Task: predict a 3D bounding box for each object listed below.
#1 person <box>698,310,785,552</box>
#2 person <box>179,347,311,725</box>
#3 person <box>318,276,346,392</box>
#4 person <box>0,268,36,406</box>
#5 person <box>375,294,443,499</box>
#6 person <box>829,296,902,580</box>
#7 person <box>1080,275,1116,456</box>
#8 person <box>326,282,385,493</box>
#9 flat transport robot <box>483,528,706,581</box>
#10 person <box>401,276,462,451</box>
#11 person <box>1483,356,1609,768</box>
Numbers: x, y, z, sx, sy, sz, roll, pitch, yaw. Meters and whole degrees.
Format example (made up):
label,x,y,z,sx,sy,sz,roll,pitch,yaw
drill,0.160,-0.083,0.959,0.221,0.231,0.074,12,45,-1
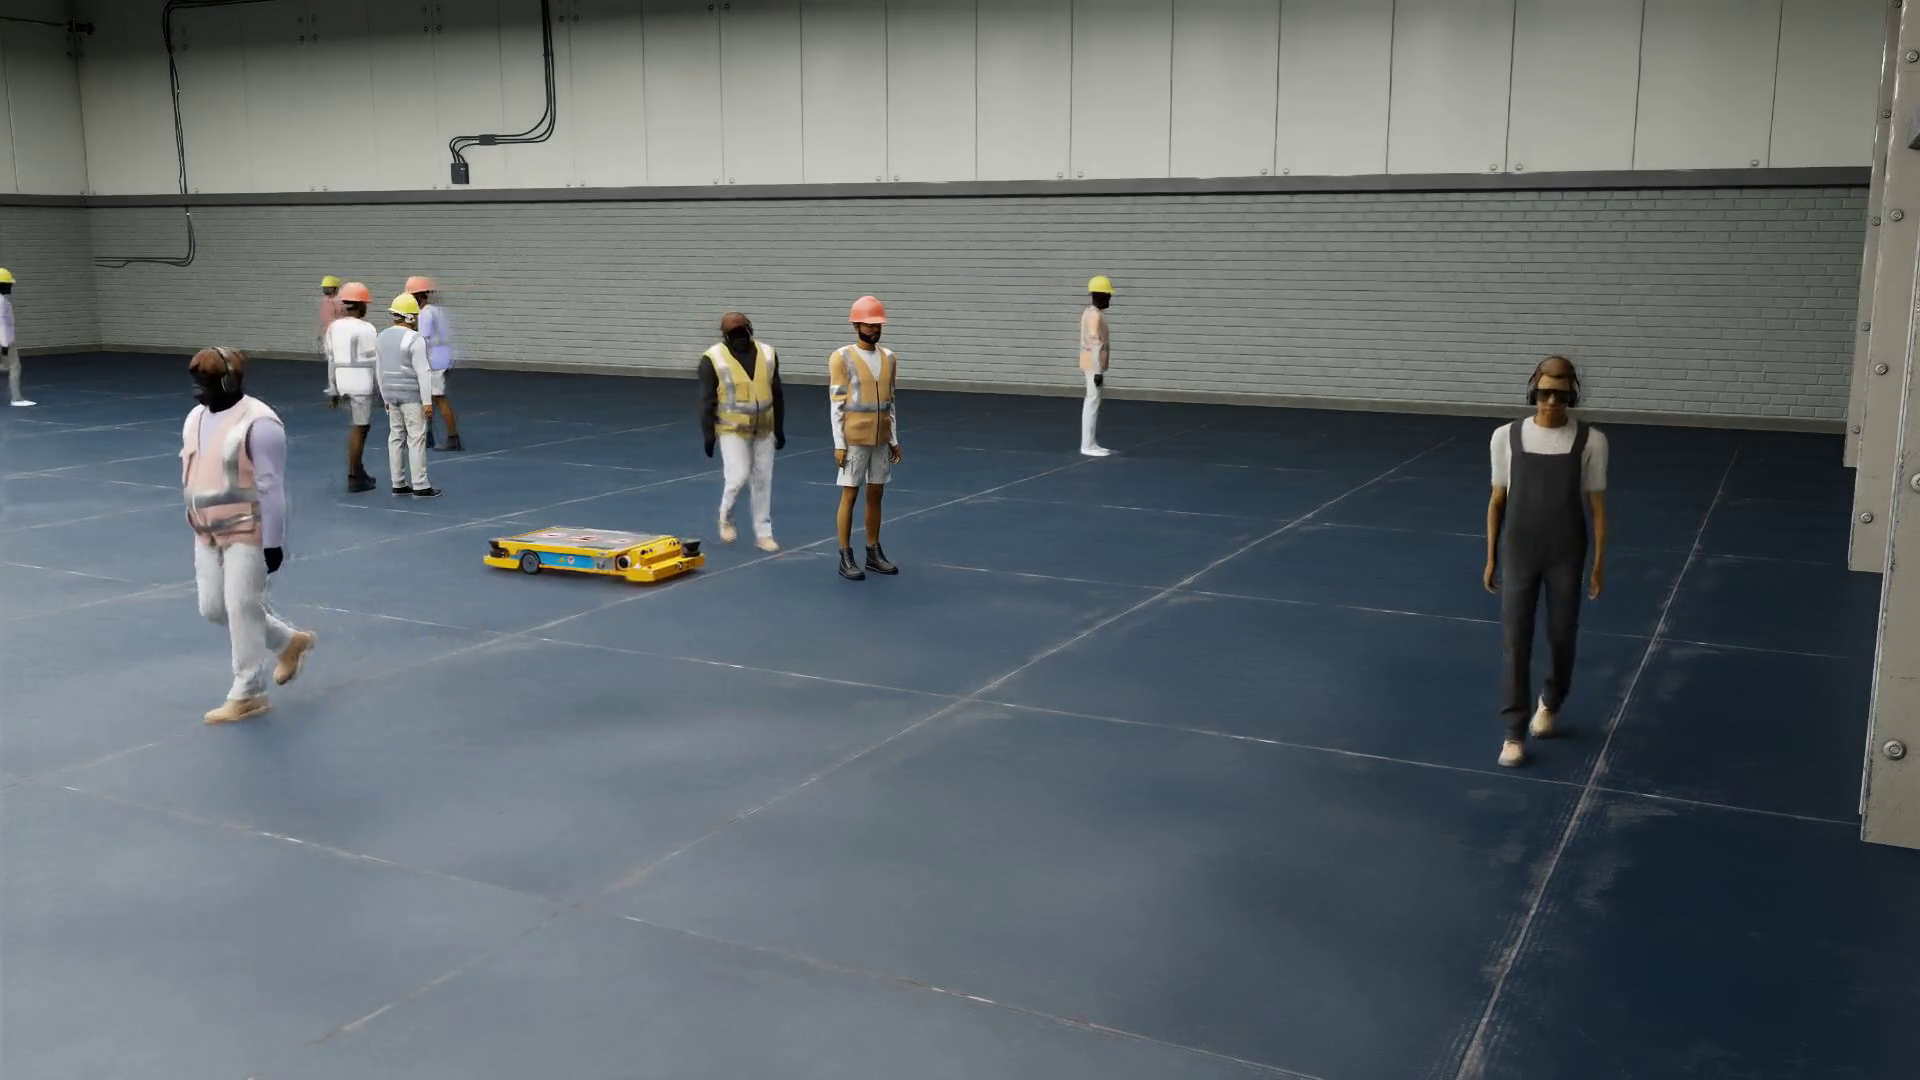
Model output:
label,x,y,z,sx,sy,sz,roll,pitch,yaw
person,-1.625,-0.800,12.355,0.622,1.809,0.480,-7,13,-34
person,-3.500,-0.041,8.174,0.630,1.827,0.604,6,12,30
person,-9.408,-3.123,25.159,0.520,1.747,0.667,8,13,36
person,-13.156,-2.762,22.778,0.641,1.901,0.595,-8,13,-37
person,-4.938,-1.281,14.899,0.600,1.830,0.403,6,12,30
person,-0.635,-0.701,11.446,0.543,1.939,0.362,-8,13,-38
person,1.472,-1.862,17.809,0.378,1.925,0.593,0,10,1
person,-5.498,-1.402,15.323,0.550,1.915,0.600,7,12,32
flat transport robot,-2.575,0.084,11.717,1.431,0.197,0.652,5,11,23
person,-5.824,-1.909,18.130,0.757,1.902,0.622,-1,10,-8
person,2.650,0.071,7.547,0.517,1.829,0.734,5,11,24
